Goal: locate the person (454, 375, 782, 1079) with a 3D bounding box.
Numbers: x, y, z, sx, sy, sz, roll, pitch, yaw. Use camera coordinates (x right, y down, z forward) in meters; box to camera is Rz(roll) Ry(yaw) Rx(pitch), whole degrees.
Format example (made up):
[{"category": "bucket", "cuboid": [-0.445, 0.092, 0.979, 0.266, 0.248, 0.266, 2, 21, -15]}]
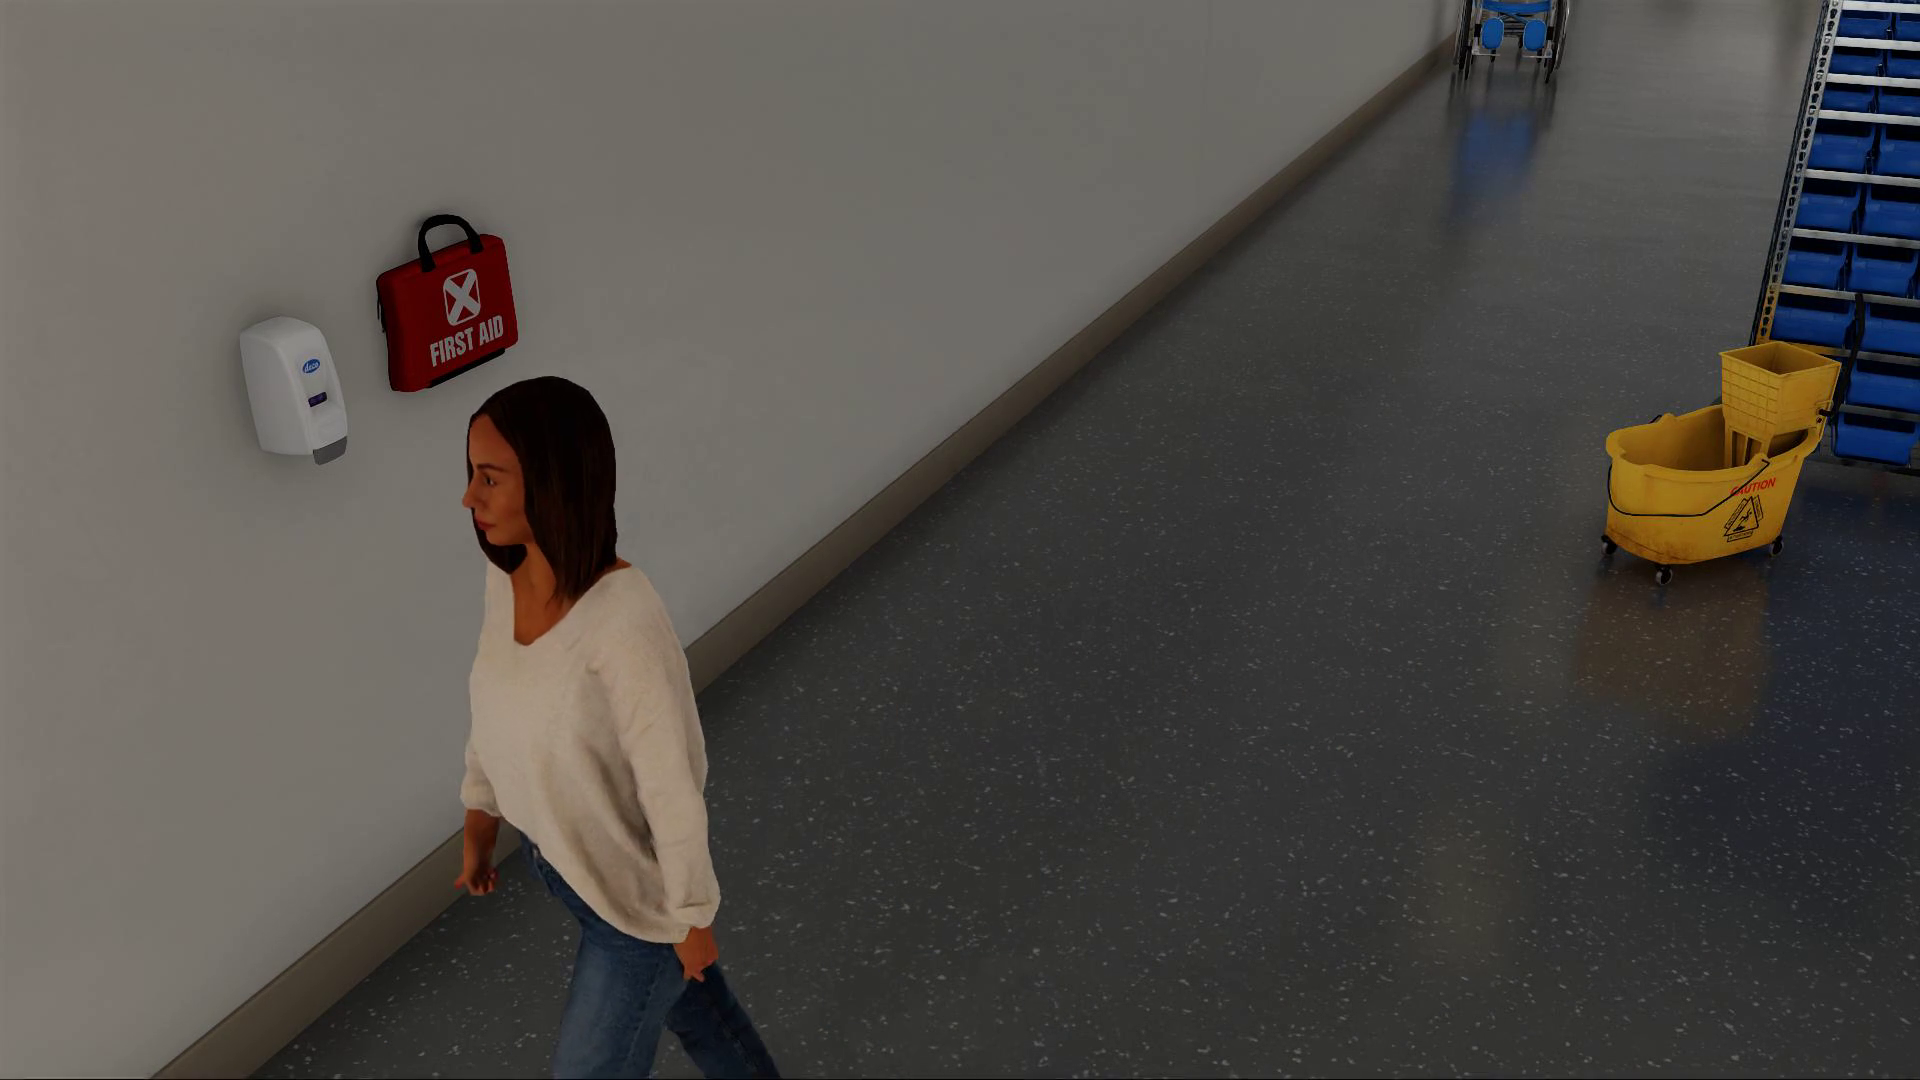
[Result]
[{"category": "person", "cuboid": [-0.469, 0.514, 2.695, 0.995, 1.650, 1.045, -18, 31, -32]}]
